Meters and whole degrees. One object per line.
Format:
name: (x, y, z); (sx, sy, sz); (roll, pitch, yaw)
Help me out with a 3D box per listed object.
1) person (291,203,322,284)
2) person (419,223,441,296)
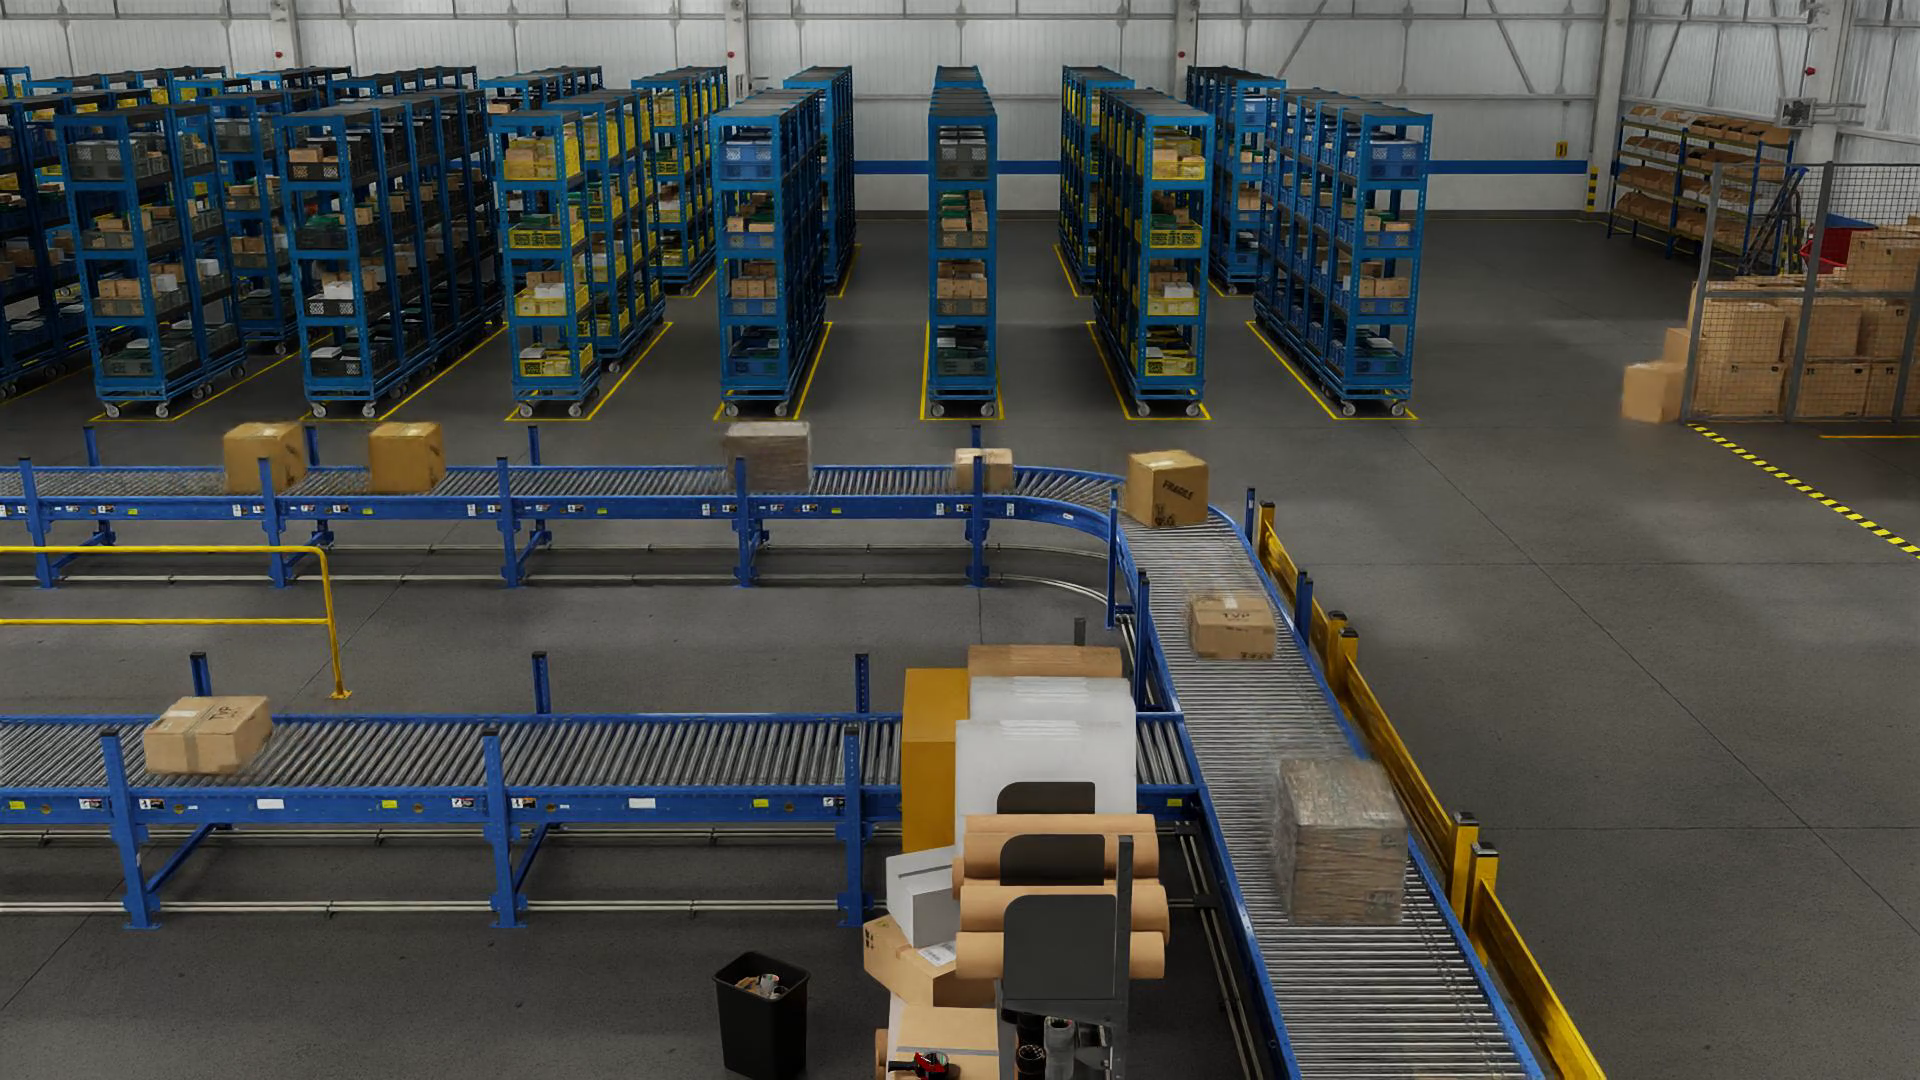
person: (-10.383, -4.380, 26.033); (1.039, 1.939, 0.650); (3, 18, 9)
person: (-8.699, -4.783, 27.478); (0.894, 1.798, 0.605); (3, 18, 8)
